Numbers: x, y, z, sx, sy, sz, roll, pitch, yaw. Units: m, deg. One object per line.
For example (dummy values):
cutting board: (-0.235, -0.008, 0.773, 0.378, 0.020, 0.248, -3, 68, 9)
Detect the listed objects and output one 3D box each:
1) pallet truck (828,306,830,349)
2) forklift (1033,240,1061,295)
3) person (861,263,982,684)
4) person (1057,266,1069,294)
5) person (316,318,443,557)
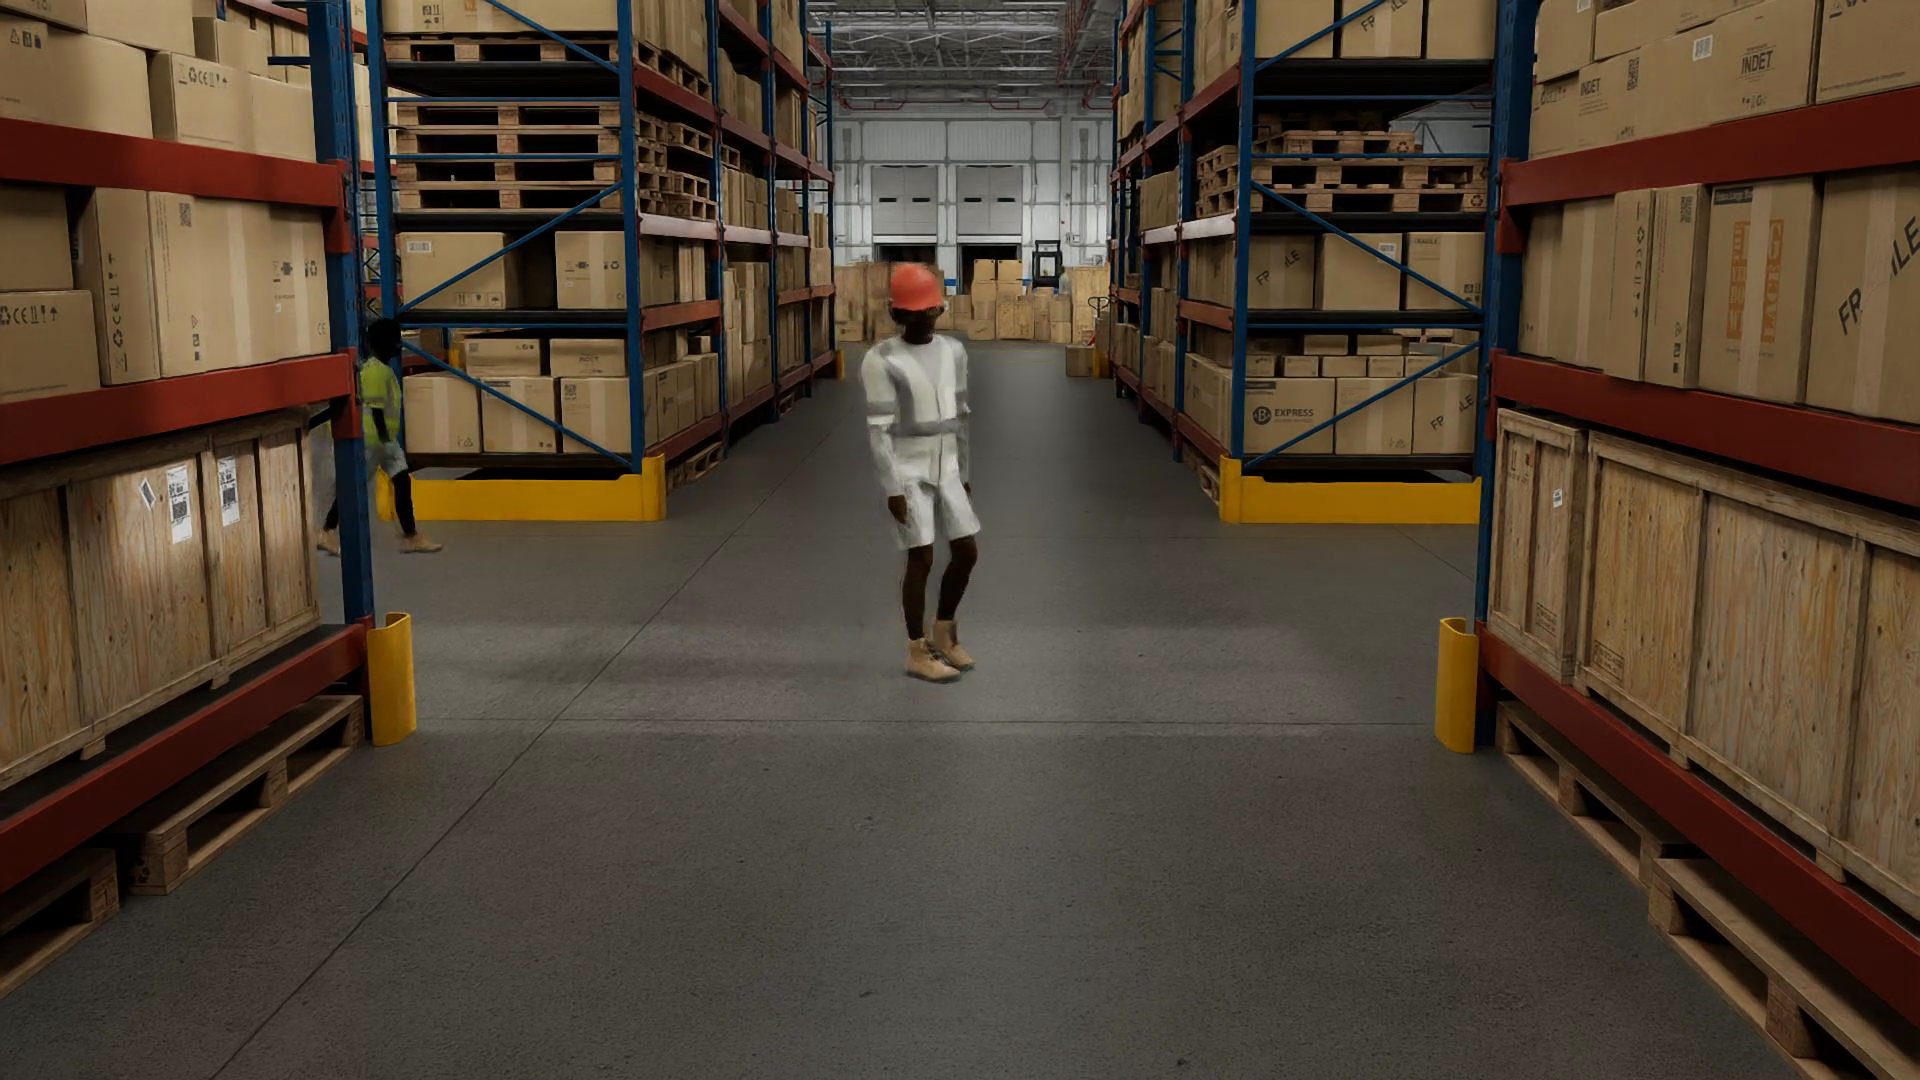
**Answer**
pallet truck: (-3.100, -3.940, 29.800, 1.885, 1.965, 0.823, 3, 10, 19)
forklift: (3.138, -9.353, 59.589, 1.129, 2.768, 1.873, 0, 9, 1)
person: (-0.167, -0.310, 7.991, 0.637, 2.017, 0.410, -8, 12, -39)
person: (3.165, -7.833, 53.370, 0.832, 1.910, 0.662, 2, 10, 11)
person: (-4.064, -0.700, 11.417, 0.826, 1.653, 0.522, -1, 9, -3)
